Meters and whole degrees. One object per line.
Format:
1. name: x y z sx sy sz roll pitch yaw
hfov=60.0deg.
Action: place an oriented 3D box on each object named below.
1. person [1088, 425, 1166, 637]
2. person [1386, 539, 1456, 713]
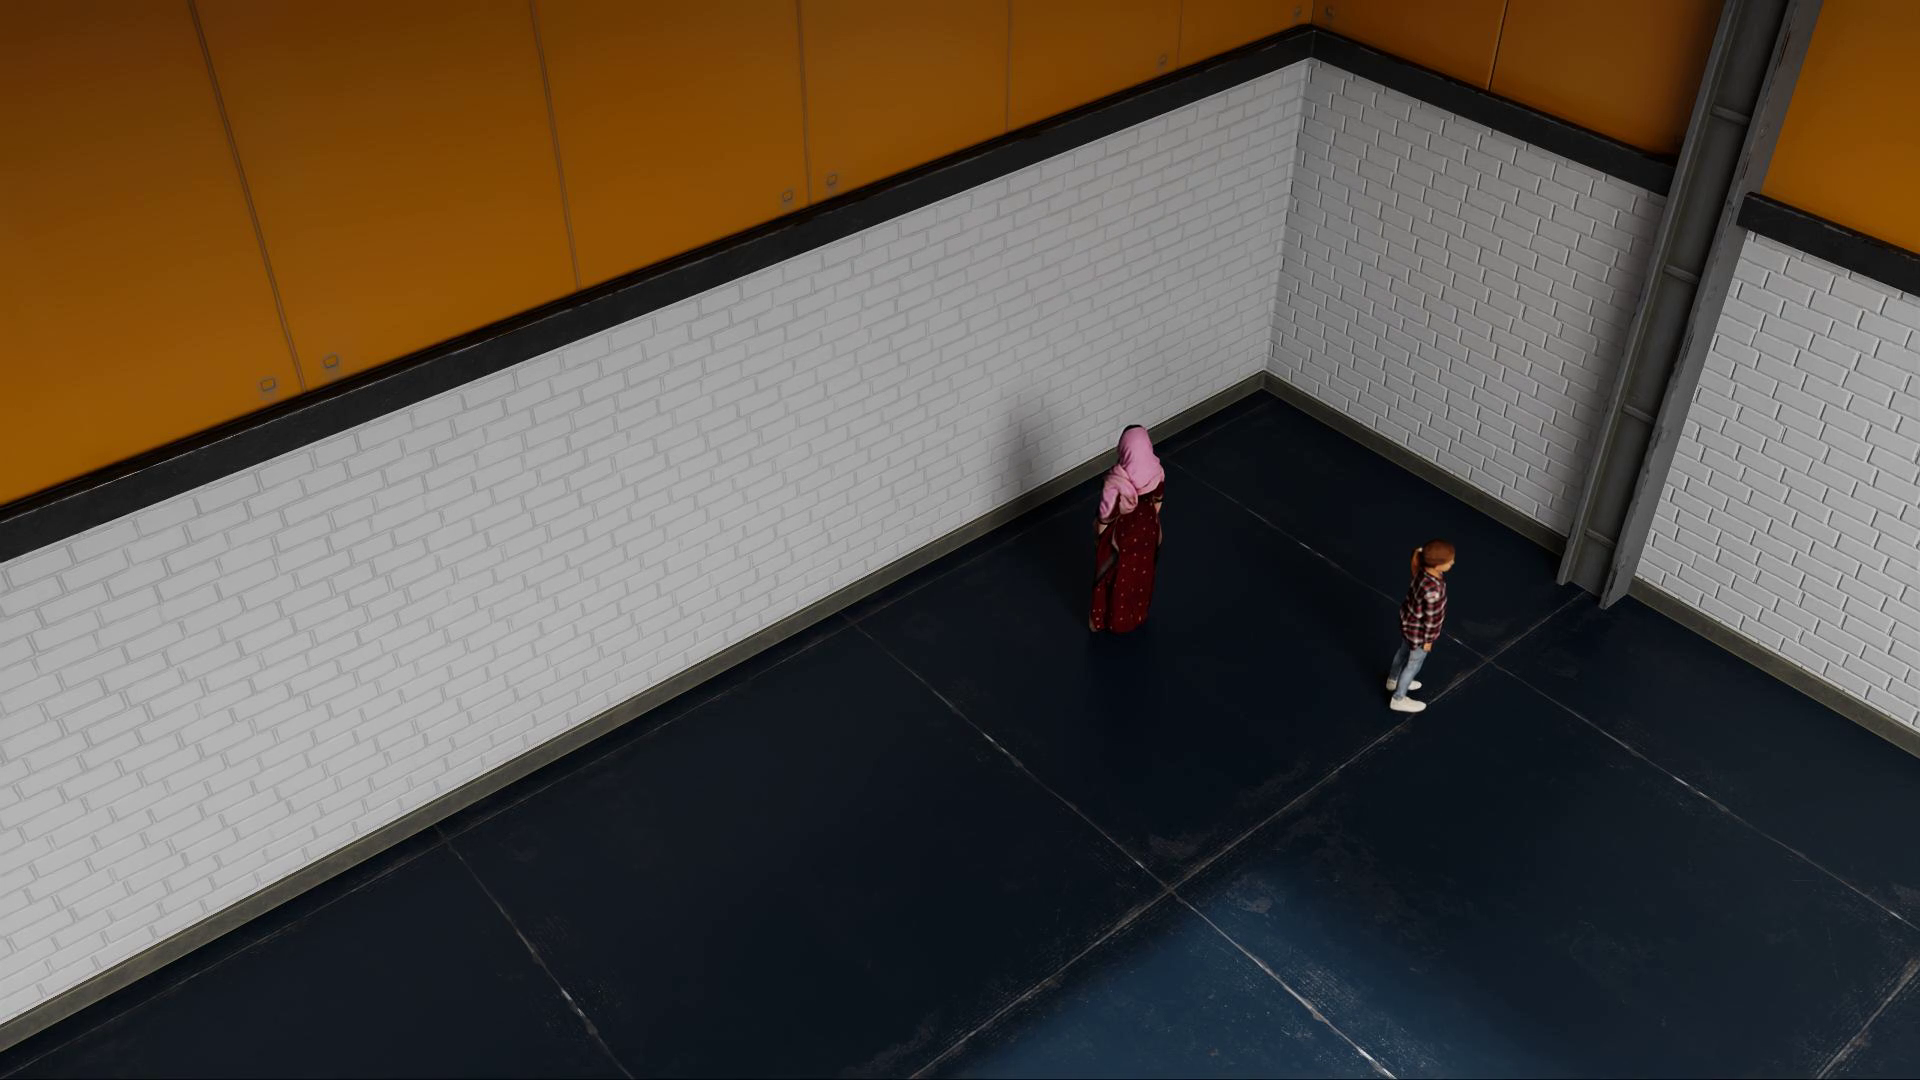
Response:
1. person: 1.092 -0.063 10.767 0.729 1.637 0.702 -15 41 -18
2. person: 2.844 0.511 10.315 0.663 1.303 0.598 2 39 3
